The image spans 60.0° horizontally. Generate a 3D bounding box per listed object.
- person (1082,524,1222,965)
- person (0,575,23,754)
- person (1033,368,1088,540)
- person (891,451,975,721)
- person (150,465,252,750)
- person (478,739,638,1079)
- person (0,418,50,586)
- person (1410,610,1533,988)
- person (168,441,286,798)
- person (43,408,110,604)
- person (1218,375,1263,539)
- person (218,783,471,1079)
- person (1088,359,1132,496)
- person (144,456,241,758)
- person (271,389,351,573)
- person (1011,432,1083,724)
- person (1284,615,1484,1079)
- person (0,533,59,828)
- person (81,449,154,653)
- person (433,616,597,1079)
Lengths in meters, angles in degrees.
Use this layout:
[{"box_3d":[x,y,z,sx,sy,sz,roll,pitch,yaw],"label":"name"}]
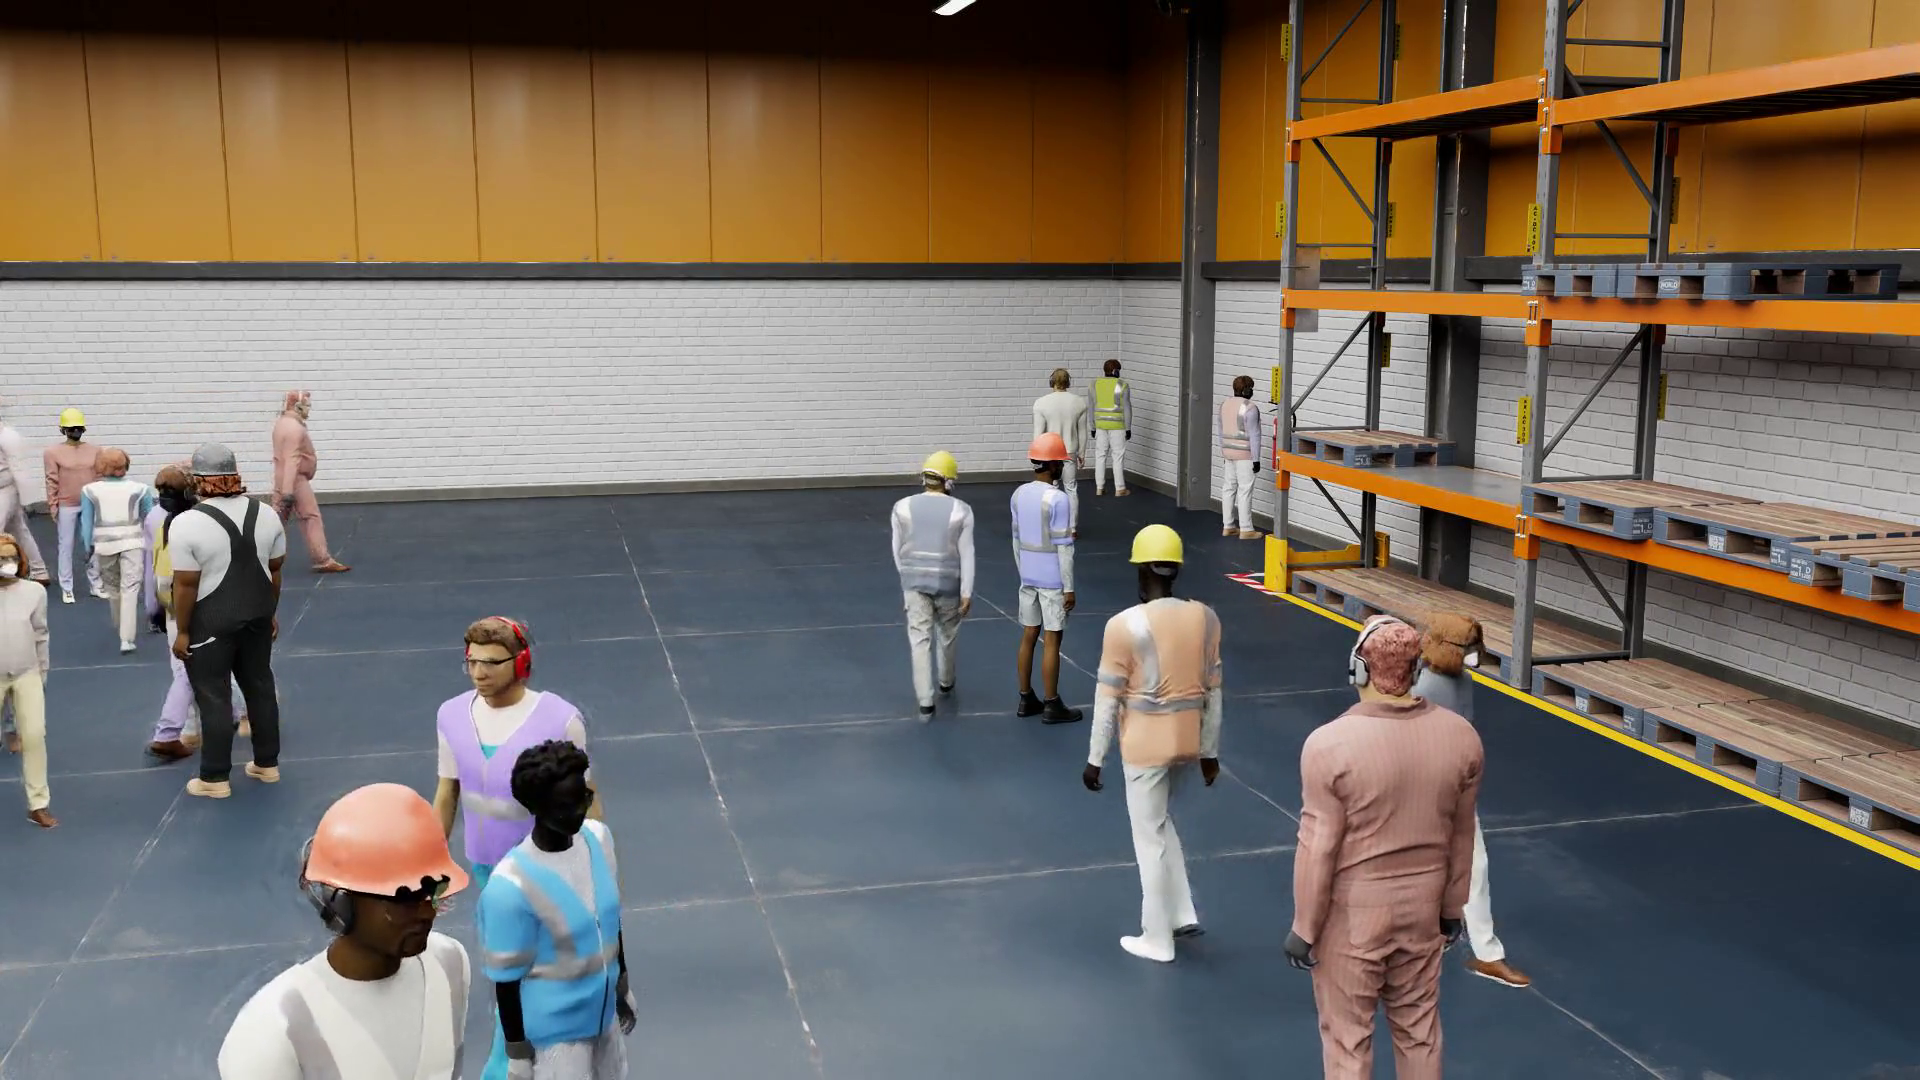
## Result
[{"box_3d":[0.837,0.885,7.204,0.596,1.907,0.427,-7,12,-38],"label":"person"},{"box_3d":[-6.030,0.553,10.192,0.523,1.610,0.387,-4,10,-21],"label":"person"},{"box_3d":[1.113,-0.948,18.554,0.635,1.939,0.367,-2,9,-14],"label":"person"},{"box_3d":[-0.168,0.283,11.354,0.581,1.772,0.921,1,9,6],"label":"person"},{"box_3d":[-4.725,0.428,10.368,0.650,1.819,0.542,7,11,37],"label":"person"},{"box_3d":[-1.193,1.378,4.817,0.604,1.681,0.542,4,10,22],"label":"person"},{"box_3d":[-8.954,-0.390,15.364,0.684,1.835,1.018,8,12,40],"label":"person"},{"box_3d":[2.005,1.060,7.119,0.484,1.583,0.882,-8,12,-40],"label":"person"},{"box_3d":[-4.253,0.441,9.566,0.539,2.000,0.689,5,11,31],"label":"person"},{"box_3d":[-8.025,-0.315,15.142,0.311,1.769,0.522,8,12,40],"label":"person"},{"box_3d":[3.182,-0.934,18.772,0.429,1.844,0.626,-6,11,-31],"label":"person"},{"box_3d":[-1.246,1.457,3.409,1.044,1.999,0.625,5,10,29],"label":"person"},{"box_3d":[2.033,-1.503,22.340,0.619,1.839,0.430,5,11,30],"label":"person"},{"box_3d":[-4.787,0.400,10.414,0.666,1.862,0.997,4,10,22],"label":"person"},{"box_3d":[-6.629,-0.561,16.396,0.987,1.863,0.670,-6,11,-32],"label":"person"},{"box_3d":[0.576,0.253,11.062,0.354,1.939,0.545,-7,12,-38],"label":"person"},{"box_3d":[1.333,1.183,5.354,0.655,1.906,0.407,-3,10,-19],"label":"person"},{"box_3d":[-5.209,0.742,9.030,0.703,1.606,0.506,8,12,41],"label":"person"},{"box_3d":[-6.679,0.066,13.280,0.545,1.587,0.860,-3,10,-17],"label":"person"},{"box_3d":[-1.607,1.168,5.728,0.600,1.806,0.915,4,10,23],"label":"person"}]
